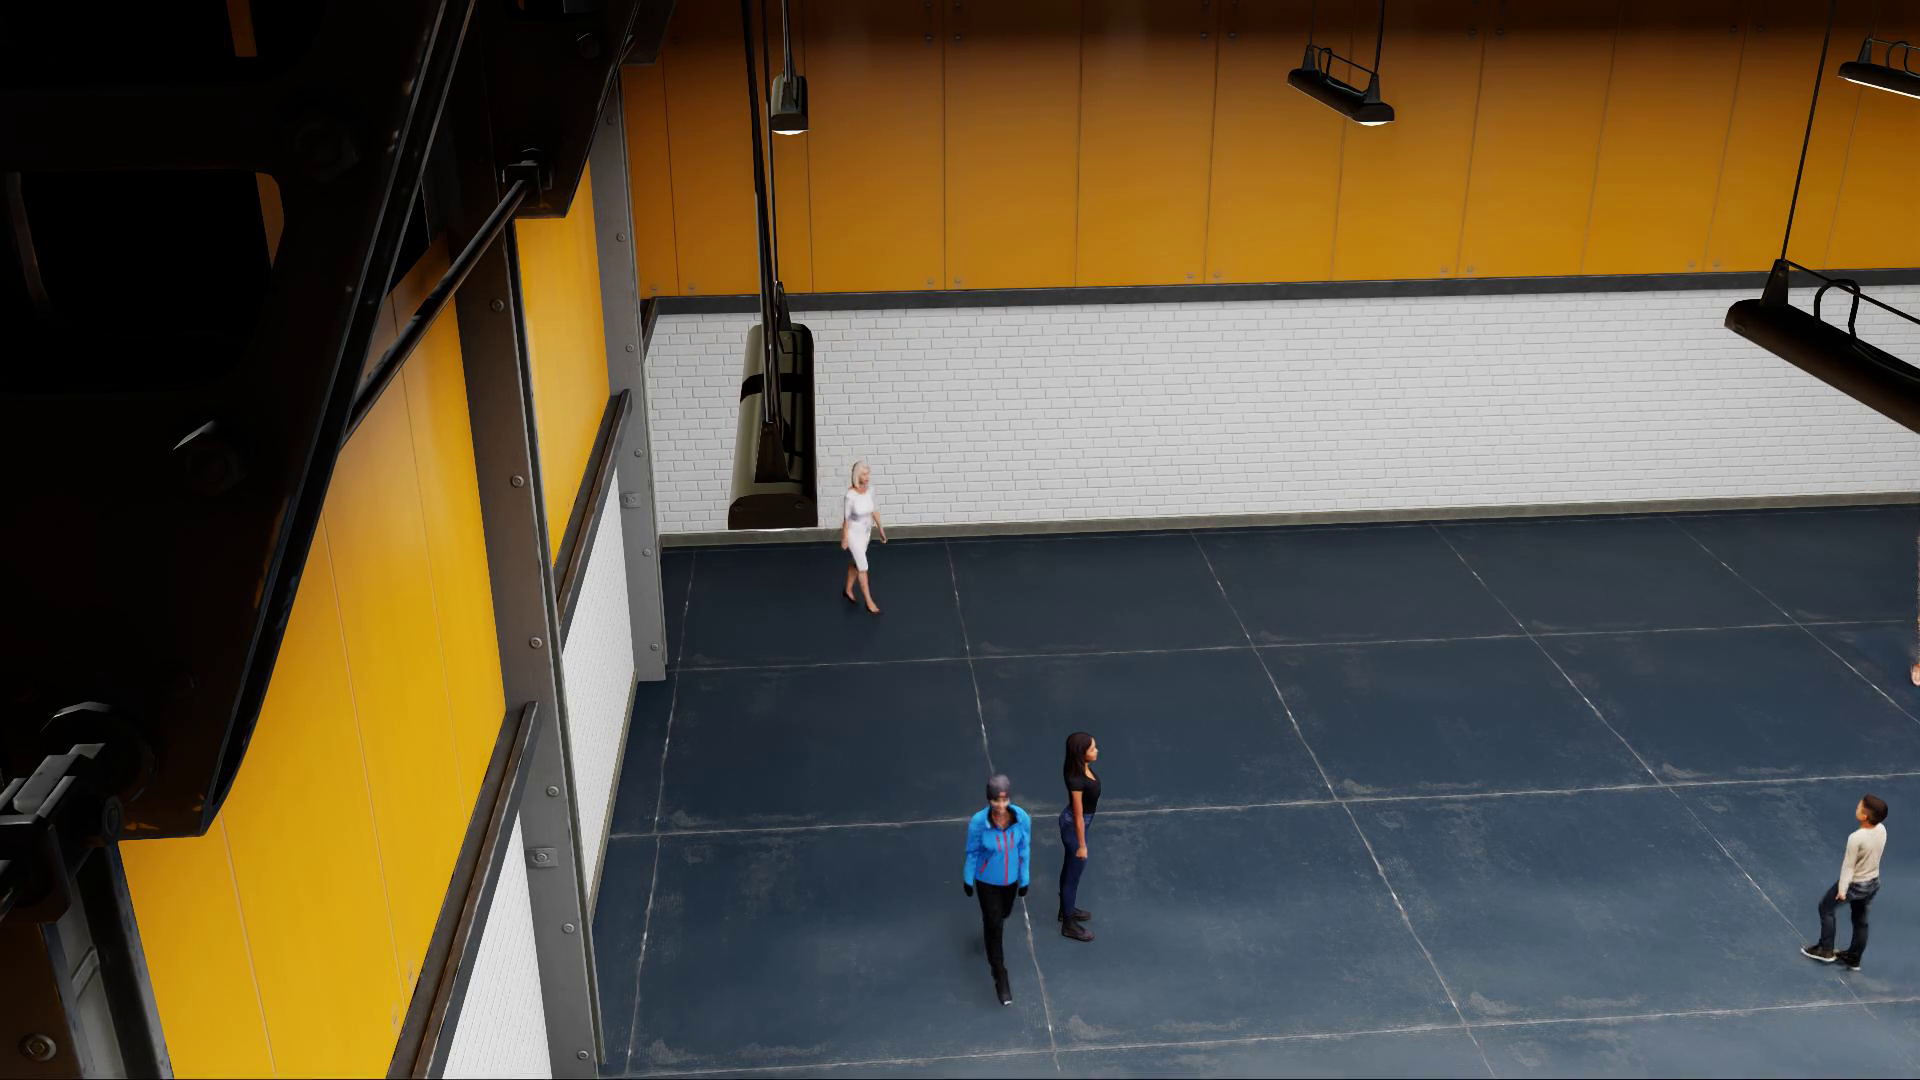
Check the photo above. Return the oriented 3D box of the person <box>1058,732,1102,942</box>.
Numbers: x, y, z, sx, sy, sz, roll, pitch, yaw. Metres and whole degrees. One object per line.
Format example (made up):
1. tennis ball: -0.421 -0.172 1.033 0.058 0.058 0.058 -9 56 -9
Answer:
1. person: 0.886 2.243 12.754 0.645 1.735 0.497 1 24 2

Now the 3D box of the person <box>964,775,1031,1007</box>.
1. person: 0.265 2.455 12.235 0.741 1.762 1.200 -6 24 -13

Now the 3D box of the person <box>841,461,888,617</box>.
1. person: -1.170 -0.066 18.057 0.954 1.718 0.927 15 28 30

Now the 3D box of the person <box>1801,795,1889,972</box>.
1. person: 6.719 2.582 12.332 0.639 1.452 0.664 -10 25 -21
